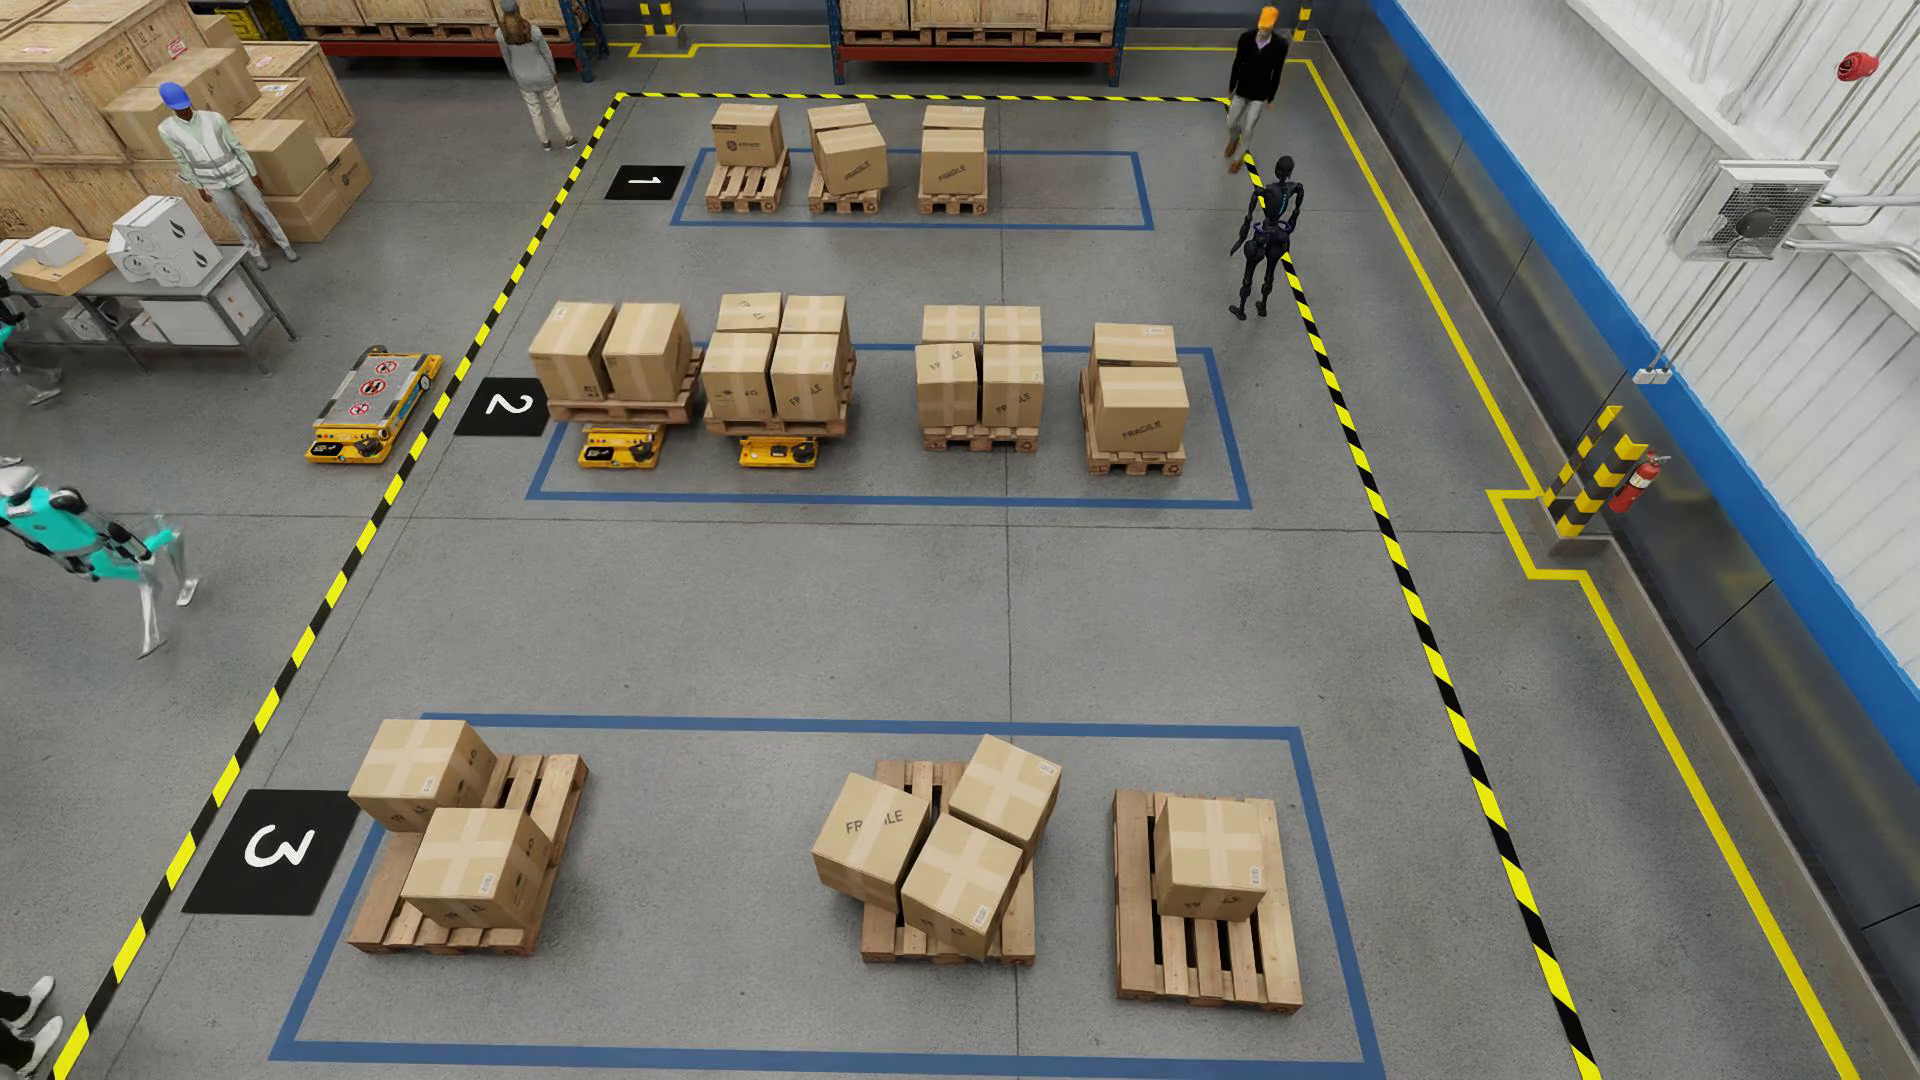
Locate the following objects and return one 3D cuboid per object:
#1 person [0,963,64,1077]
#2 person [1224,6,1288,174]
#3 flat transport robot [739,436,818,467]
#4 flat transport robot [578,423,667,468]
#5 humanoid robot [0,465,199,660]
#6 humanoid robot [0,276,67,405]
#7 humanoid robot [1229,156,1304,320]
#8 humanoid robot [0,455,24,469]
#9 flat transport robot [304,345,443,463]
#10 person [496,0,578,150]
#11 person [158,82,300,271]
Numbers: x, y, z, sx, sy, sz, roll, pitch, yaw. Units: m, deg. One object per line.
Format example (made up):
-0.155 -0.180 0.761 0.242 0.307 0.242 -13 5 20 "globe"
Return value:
-5.158 2.140 4.529 0.612 1.835 0.674 -3 50 -3 "person"
3.426 -5.265 10.772 0.580 1.873 0.444 22 53 18 "person"
-1.582 -1.235 8.394 0.652 0.197 1.431 1 50 1 "flat transport robot"
-2.983 -1.233 8.392 0.652 0.197 1.431 1 50 1 "flat transport robot"
-5.903 0.030 6.373 0.541 1.734 1.008 -11 51 -9 "humanoid robot"
-8.576 -1.877 8.012 0.539 1.749 0.904 3 50 3 "humanoid robot"
2.966 -2.918 8.907 0.599 1.653 0.315 -7 50 -6 "humanoid robot"
-8.510 -1.186 7.461 0.880 1.842 0.565 -16 52 -13 "humanoid robot"
-5.383 -1.269 8.441 0.659 0.231 1.431 1 50 1 "flat transport robot"
-5.180 -5.643 11.158 0.560 1.768 0.399 -5 50 -4 "person"
-7.547 -3.715 9.420 0.602 1.939 0.411 -30 56 -23 "person"
